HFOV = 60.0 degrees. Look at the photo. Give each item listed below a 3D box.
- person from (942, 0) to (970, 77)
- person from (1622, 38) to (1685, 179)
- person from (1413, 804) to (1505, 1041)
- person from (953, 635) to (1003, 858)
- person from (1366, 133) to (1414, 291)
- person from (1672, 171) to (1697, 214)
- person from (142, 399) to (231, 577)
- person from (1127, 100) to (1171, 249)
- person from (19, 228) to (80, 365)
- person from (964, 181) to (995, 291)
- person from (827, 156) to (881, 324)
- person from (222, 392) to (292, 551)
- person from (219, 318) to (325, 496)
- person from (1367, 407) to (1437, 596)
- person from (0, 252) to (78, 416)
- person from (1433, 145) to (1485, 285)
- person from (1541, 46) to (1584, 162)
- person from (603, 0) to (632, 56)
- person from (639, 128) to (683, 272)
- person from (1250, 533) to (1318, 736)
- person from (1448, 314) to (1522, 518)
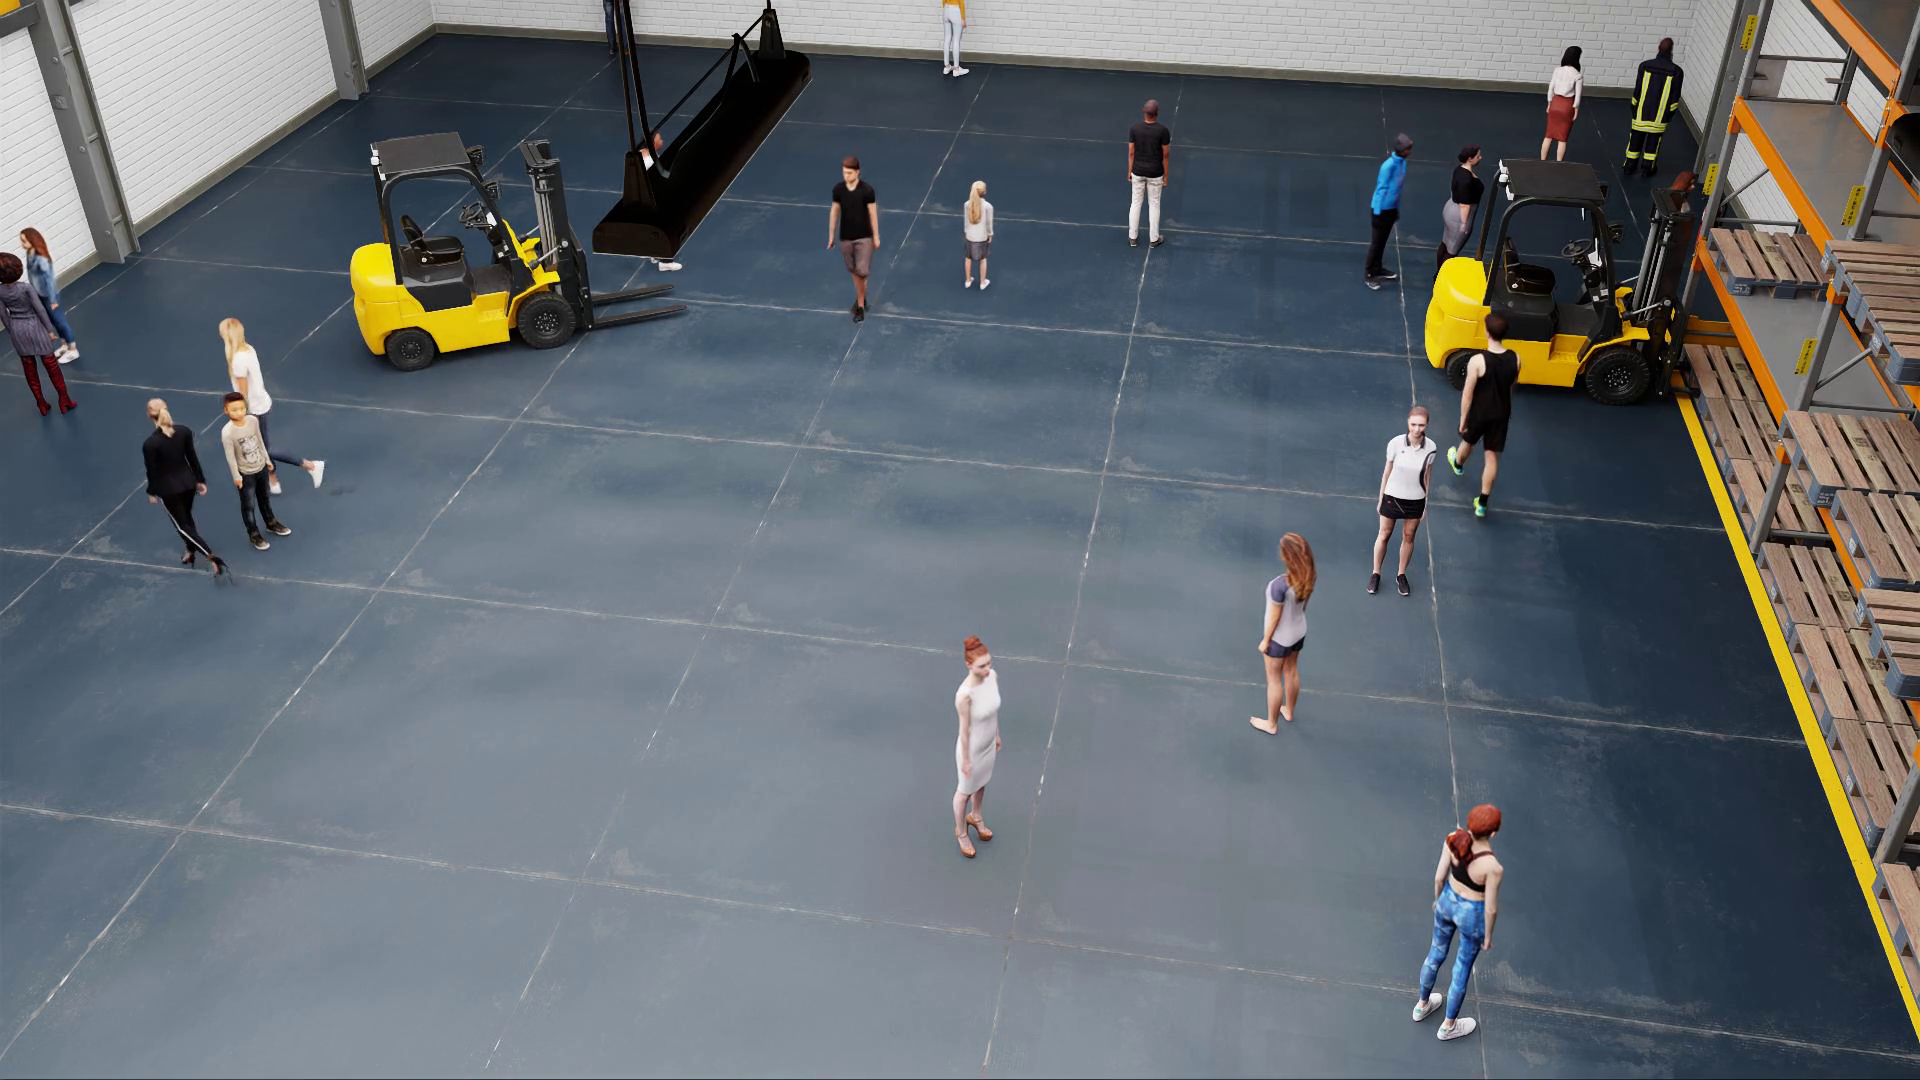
[{"bbox_3d":[-0.110,-8.003,25.437,0.693,1.751,0.725,28,43,36],"label":"person"},{"bbox_3d":[9.140,-5.716,21.932,0.837,1.822,0.806,18,38,25],"label":"person"},{"bbox_3d":[3.002,2.267,9.956,0.733,1.785,0.676,-23,40,-30],"label":"person"},{"bbox_3d":[0.109,1.398,11.256,0.700,1.793,0.562,22,39,29],"label":"person"},{"bbox_3d":[4.863,-3.809,19.086,0.850,1.796,0.738,26,41,33],"label":"person"},{"bbox_3d":[7.773,-3.272,18.351,0.677,1.716,0.760,-29,43,-36],"label":"person"},{"bbox_3d":[-6.560,-0.384,14.041,0.884,1.677,0.963,17,37,24],"label":"person"},{"bbox_3d":[2.250,-4.393,19.958,0.664,1.805,0.613,8,35,12],"label":"person"},{"bbox_3d":[-9.626,-2.609,17.568,0.651,1.478,0.669,25,41,33],"label":"person"},{"bbox_3d":[0.198,-3.510,19.109,0.519,1.274,0.535,9,35,13],"label":"person"},{"bbox_3d":[-1.106,-3.391,18.415,0.789,1.844,0.902,11,35,16],"label":"person"},{"bbox_3d":[-6.240,-0.636,14.615,0.669,1.462,0.518,15,37,22],"label":"person"},{"bbox_3d":[-6.299,-1.180,15.134,0.908,1.793,0.988,-9,35,-14],"label":"person"},{"bbox_3d":[3.707,-0.337,13.902,0.562,1.752,0.563,4,34,6],"label":"person"},{"bbox_3d":[-9.235,-2.040,16.502,0.630,1.710,0.593,-3,34,-5],"label":"person"},{"bbox_3d":[5.642,-3.642,18.869,0.749,1.759,0.572,2,34,4],"label":"person"},{"bbox_3d":[7.907,-5.617,21.848,0.673,1.751,0.692,29,43,36],"label":"person"},{"bbox_3d":[-5.488,-8.632,26.290,0.678,1.855,0.579,8,34,12],"label":"person"},{"bbox_3d":[-3.546,-4.007,19.484,0.824,1.687,0.735,-14,36,-20],"label":"person"},{"bbox_3d":[2.429,0.697,12.371,0.664,1.726,0.743,-26,42,-34],"label":"person"},{"bbox_3d":[4.763,-1.071,14.931,0.820,1.837,1.233,1,34,1],"label":"person"}]
